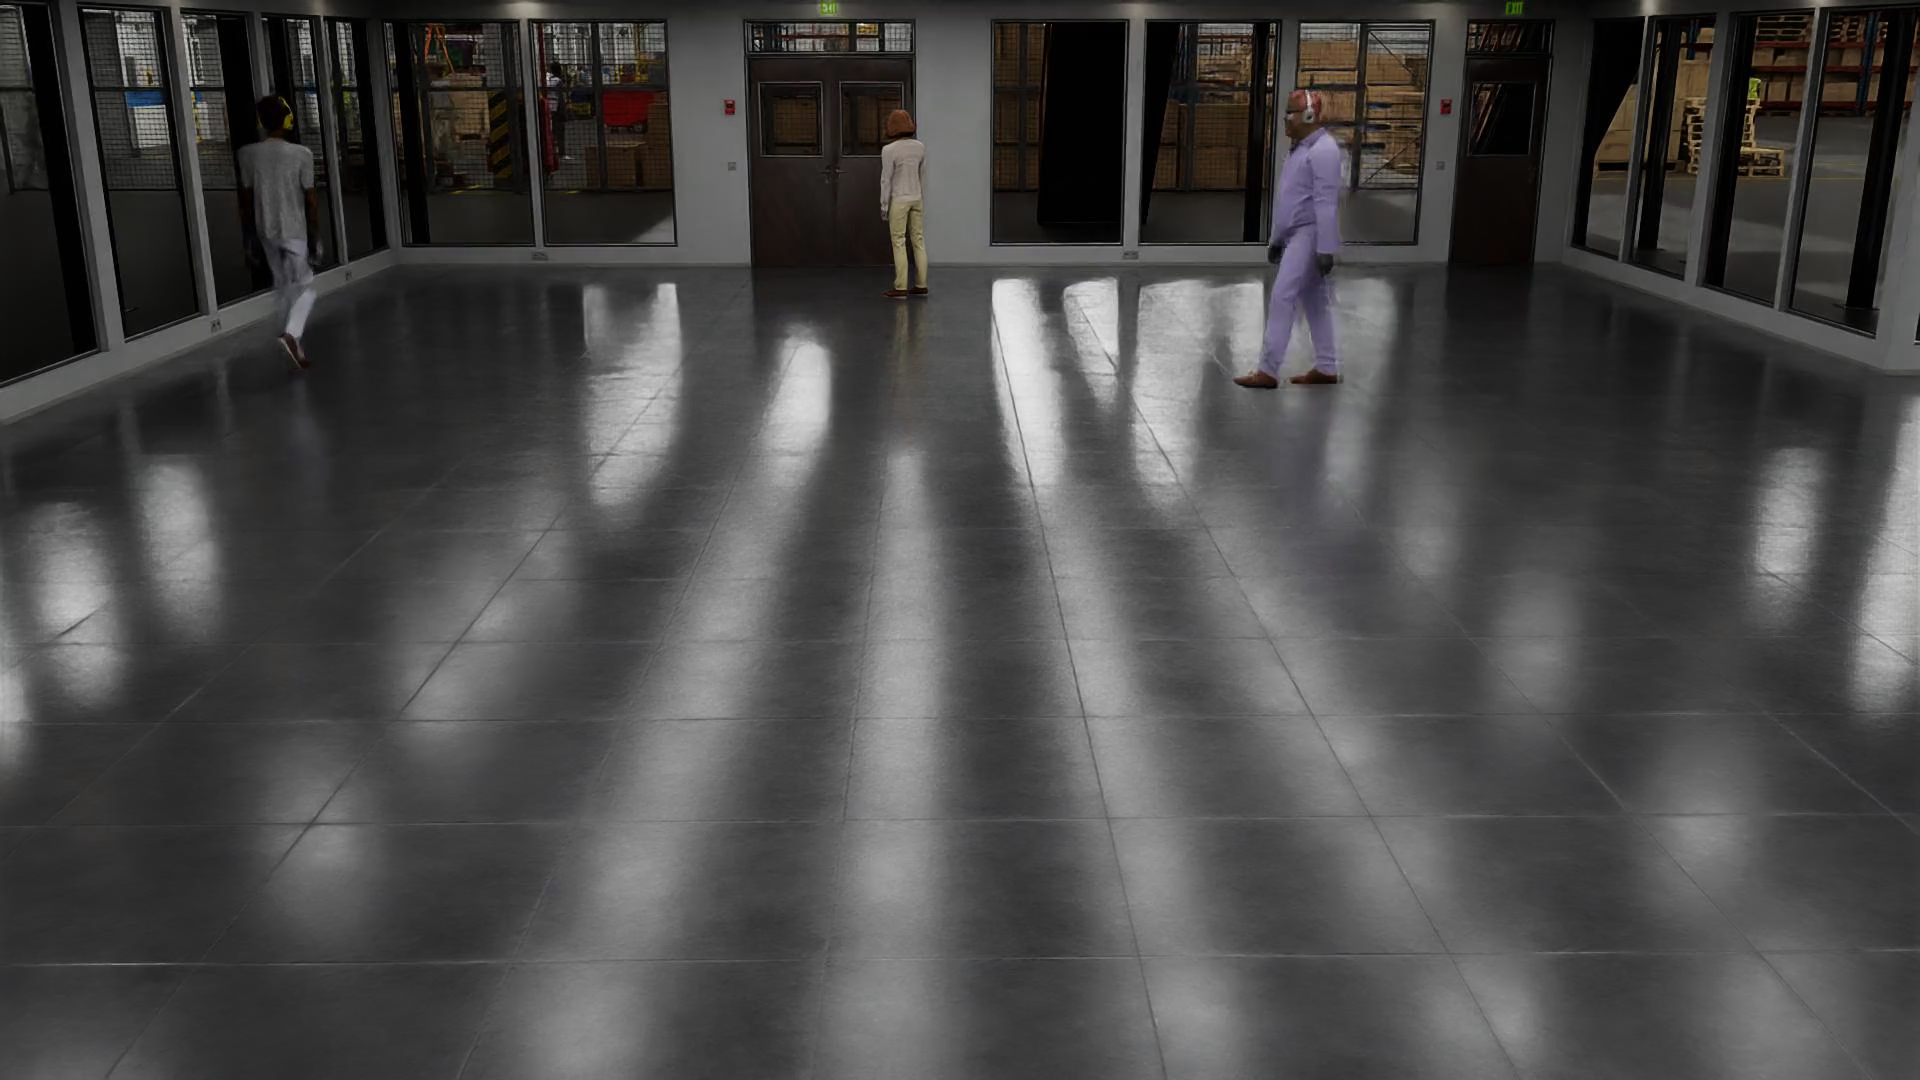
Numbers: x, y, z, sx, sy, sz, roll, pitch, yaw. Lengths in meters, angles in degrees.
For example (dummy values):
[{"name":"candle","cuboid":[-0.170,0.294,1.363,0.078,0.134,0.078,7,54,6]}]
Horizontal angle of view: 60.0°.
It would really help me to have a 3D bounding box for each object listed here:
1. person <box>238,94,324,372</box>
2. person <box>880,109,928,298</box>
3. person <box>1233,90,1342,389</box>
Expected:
[{"name":"person","cuboid":[-4.509,-1.996,11.013,0.526,1.854,0.634,0,16,-1]},{"name":"person","cuboid":[-0.498,-2.952,14.645,0.498,1.628,0.283,-15,22,-42]},{"name":"person","cuboid":[2.100,-1.903,10.636,0.856,1.871,0.672,-1,16,-2]}]
